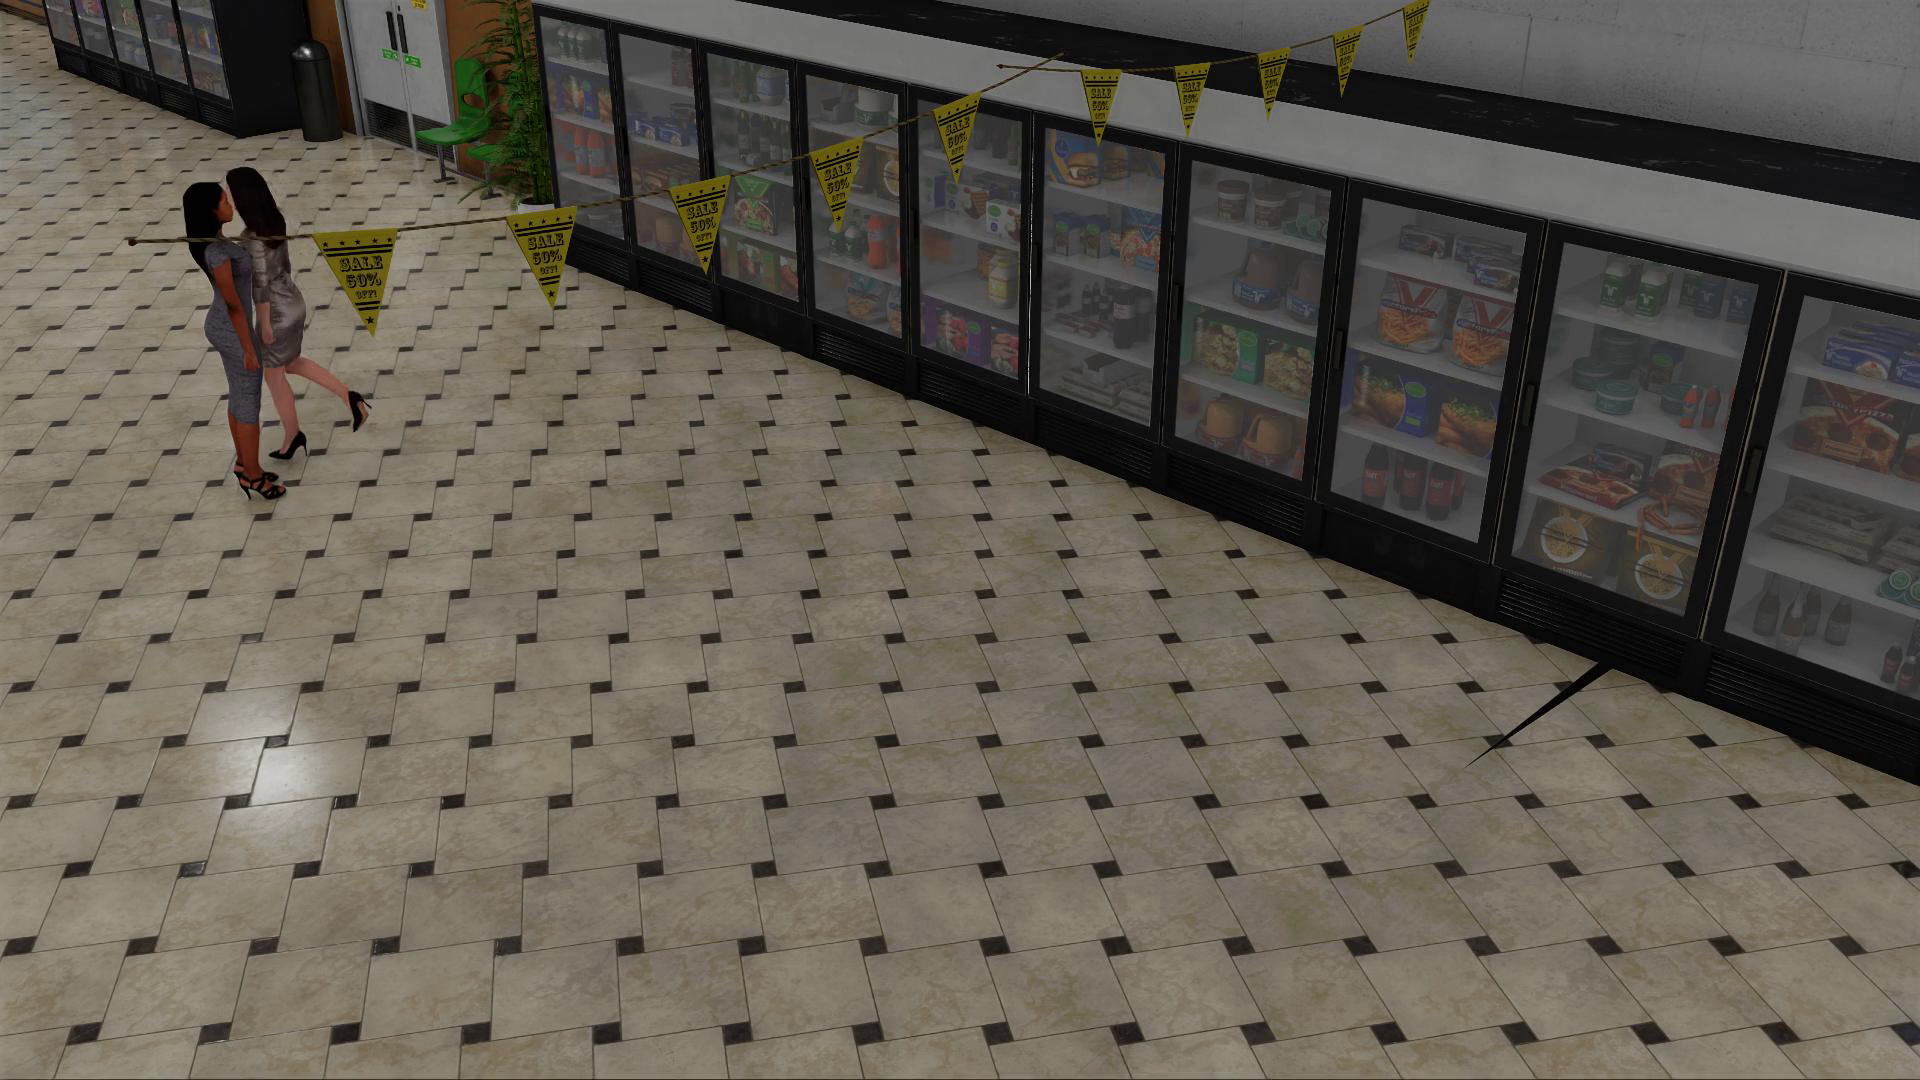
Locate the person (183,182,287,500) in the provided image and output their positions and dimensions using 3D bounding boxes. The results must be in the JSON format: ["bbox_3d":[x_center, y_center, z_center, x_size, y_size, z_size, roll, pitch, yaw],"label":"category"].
[{"bbox_3d":[-3.978,-1.076,9.092,0.574,1.779,0.602,-18,32,-31],"label":"person"}]

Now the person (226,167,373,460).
[{"bbox_3d":[-3.824,-1.267,9.519,0.955,1.732,0.890,0,27,0],"label":"person"}]
